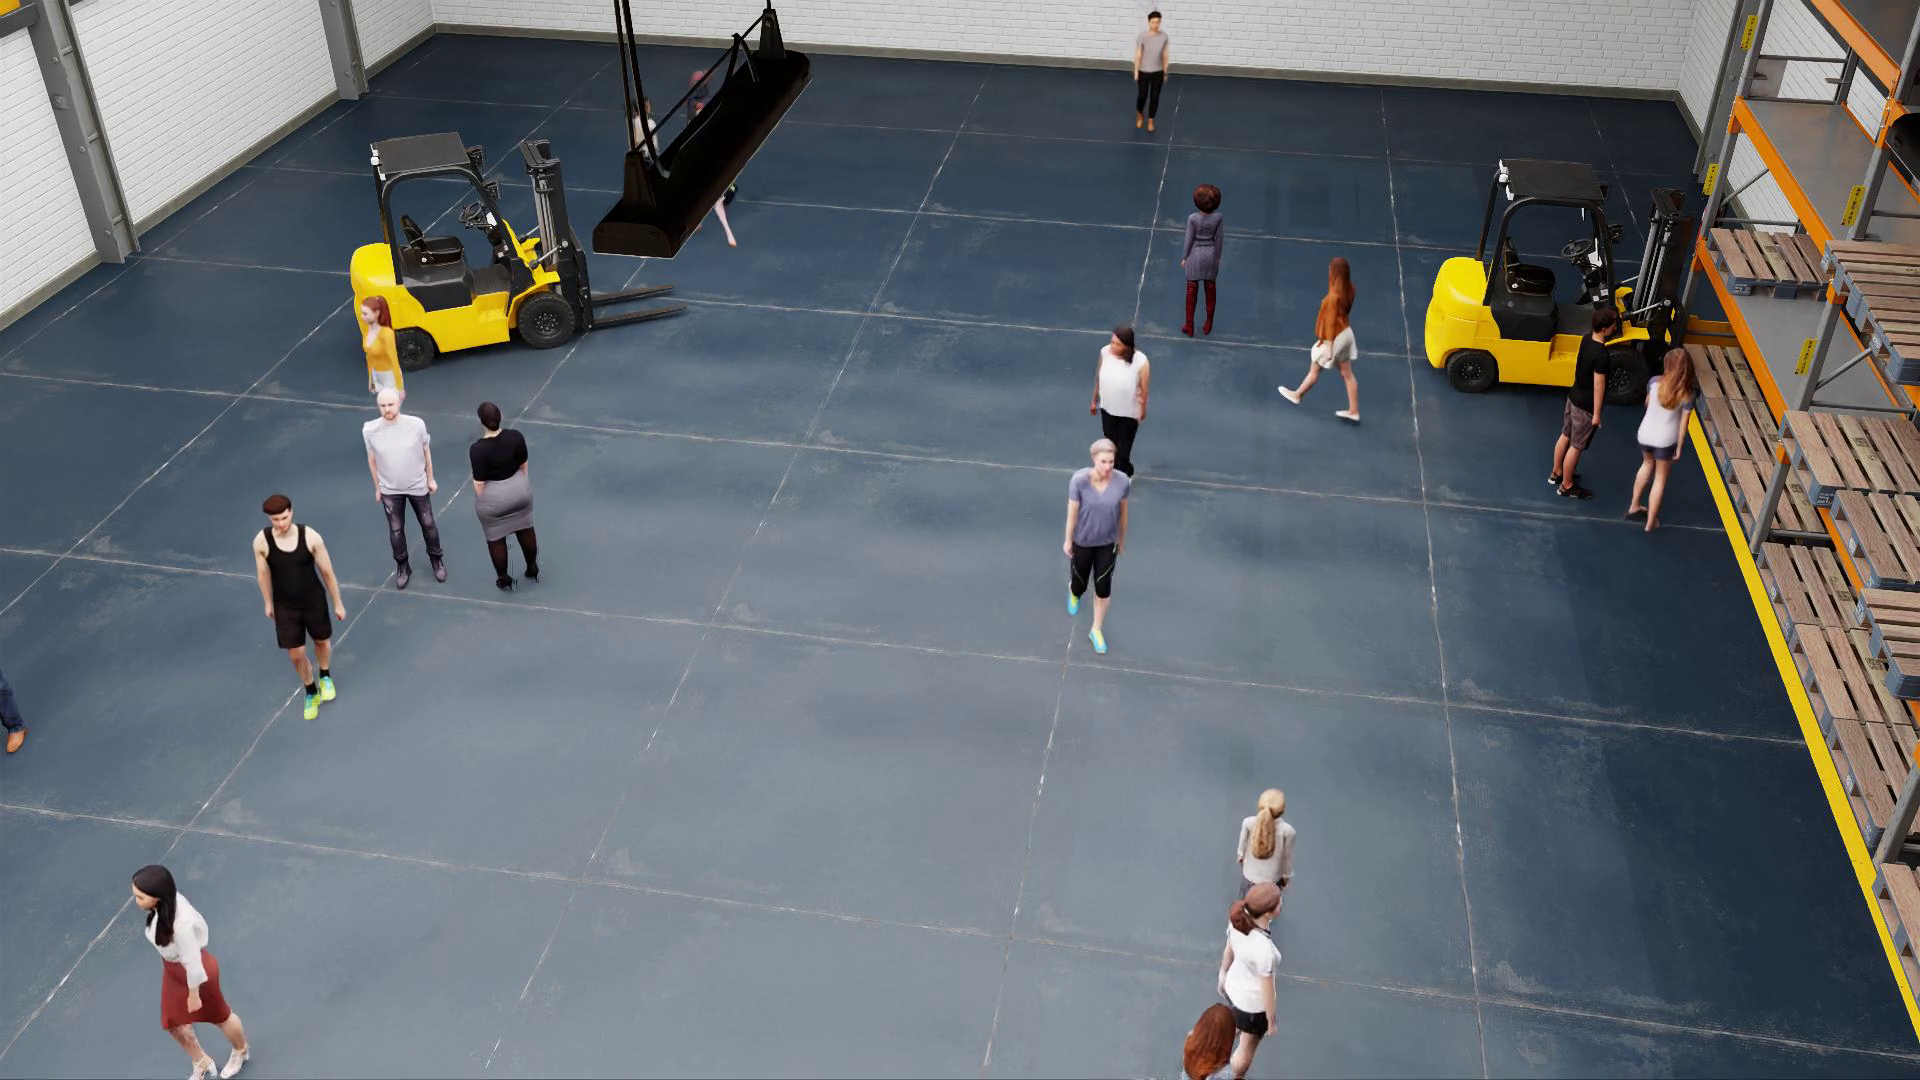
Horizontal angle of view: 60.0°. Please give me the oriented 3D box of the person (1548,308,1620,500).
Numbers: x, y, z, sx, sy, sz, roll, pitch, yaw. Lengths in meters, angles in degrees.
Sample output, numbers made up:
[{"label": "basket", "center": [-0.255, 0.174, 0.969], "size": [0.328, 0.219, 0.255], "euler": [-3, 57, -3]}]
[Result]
[{"label": "person", "center": [5.715, -1.278, 15.220], "size": [0.792, 1.862, 0.593], "euler": [-2, 34, -2]}]

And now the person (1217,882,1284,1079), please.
[{"label": "person", "center": [1.564, 2.630, 9.452], "size": [0.787, 1.739, 0.737], "euler": [-12, 35, -17]}]

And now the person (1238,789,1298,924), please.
[{"label": "person", "center": [1.927, 2.141, 10.624], "size": [0.585, 1.255, 0.780], "euler": [10, 35, 14]}]

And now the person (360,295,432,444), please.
[{"label": "person", "center": [-5.322, -1.522, 15.694], "size": [0.742, 1.743, 0.813], "euler": [28, 43, 35]}]

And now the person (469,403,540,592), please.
[{"label": "person", "center": [-3.800, -0.355, 13.924], "size": [0.765, 1.759, 0.847], "euler": [-24, 41, -32]}]

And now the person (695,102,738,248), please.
[{"label": "person", "center": [-3.055, -4.427, 20.061], "size": [1.072, 1.746, 1.115], "euler": [27, 42, 35]}]

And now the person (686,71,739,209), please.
[{"label": "person", "center": [-3.108, -5.043, 20.932], "size": [1.050, 1.808, 0.983], "euler": [-26, 41, -33]}]

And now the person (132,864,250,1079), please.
[{"label": "person", "center": [-4.380, 2.495, 9.658], "size": [0.752, 1.734, 0.789], "euler": [25, 41, 32]}]

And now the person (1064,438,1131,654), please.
[{"label": "person", "center": [1.057, -0.020, 13.318], "size": [0.795, 1.871, 0.984], "euler": [-2, 34, -4]}]

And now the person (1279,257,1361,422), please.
[{"label": "person", "center": [3.776, -1.926, 16.363], "size": [1.090, 1.674, 1.150], "euler": [27, 42, 34]}]

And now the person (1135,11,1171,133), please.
[{"label": "person", "center": [2.692, -6.619, 23.396], "size": [0.675, 1.705, 0.694], "euler": [-1, 34, -2]}]

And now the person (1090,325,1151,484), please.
[{"label": "person", "center": [1.525, -1.254, 15.354], "size": [0.773, 1.673, 0.805], "euler": [26, 42, 34]}]

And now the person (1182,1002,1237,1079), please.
[{"label": "person", "center": [1.246, 3.103, 9.001], "size": [0.986, 1.448, 0.932], "euler": [-20, 39, -27]}]

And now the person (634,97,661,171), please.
[{"label": "person", "center": [-3.987, -4.831, 20.928], "size": [0.790, 1.459, 0.993], "euler": [20, 38, 27]}]

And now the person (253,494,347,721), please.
[{"label": "person", "center": [-5.021, 0.412, 12.665], "size": [0.905, 1.876, 0.950], "euler": [-10, 35, -15]}]

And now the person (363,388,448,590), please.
[{"label": "person", "center": [-4.681, -0.468, 14.029], "size": [0.748, 1.831, 0.740], "euler": [-8, 34, -12]}]

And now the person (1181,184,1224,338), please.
[{"label": "person", "center": [2.621, -3.021, 17.978], "size": [0.639, 1.710, 0.604], "euler": [-3, 34, -4]}]

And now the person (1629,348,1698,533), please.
[{"label": "person", "center": [6.155, -0.884, 14.773], "size": [0.823, 1.699, 0.766], "euler": [-20, 39, -28]}]
